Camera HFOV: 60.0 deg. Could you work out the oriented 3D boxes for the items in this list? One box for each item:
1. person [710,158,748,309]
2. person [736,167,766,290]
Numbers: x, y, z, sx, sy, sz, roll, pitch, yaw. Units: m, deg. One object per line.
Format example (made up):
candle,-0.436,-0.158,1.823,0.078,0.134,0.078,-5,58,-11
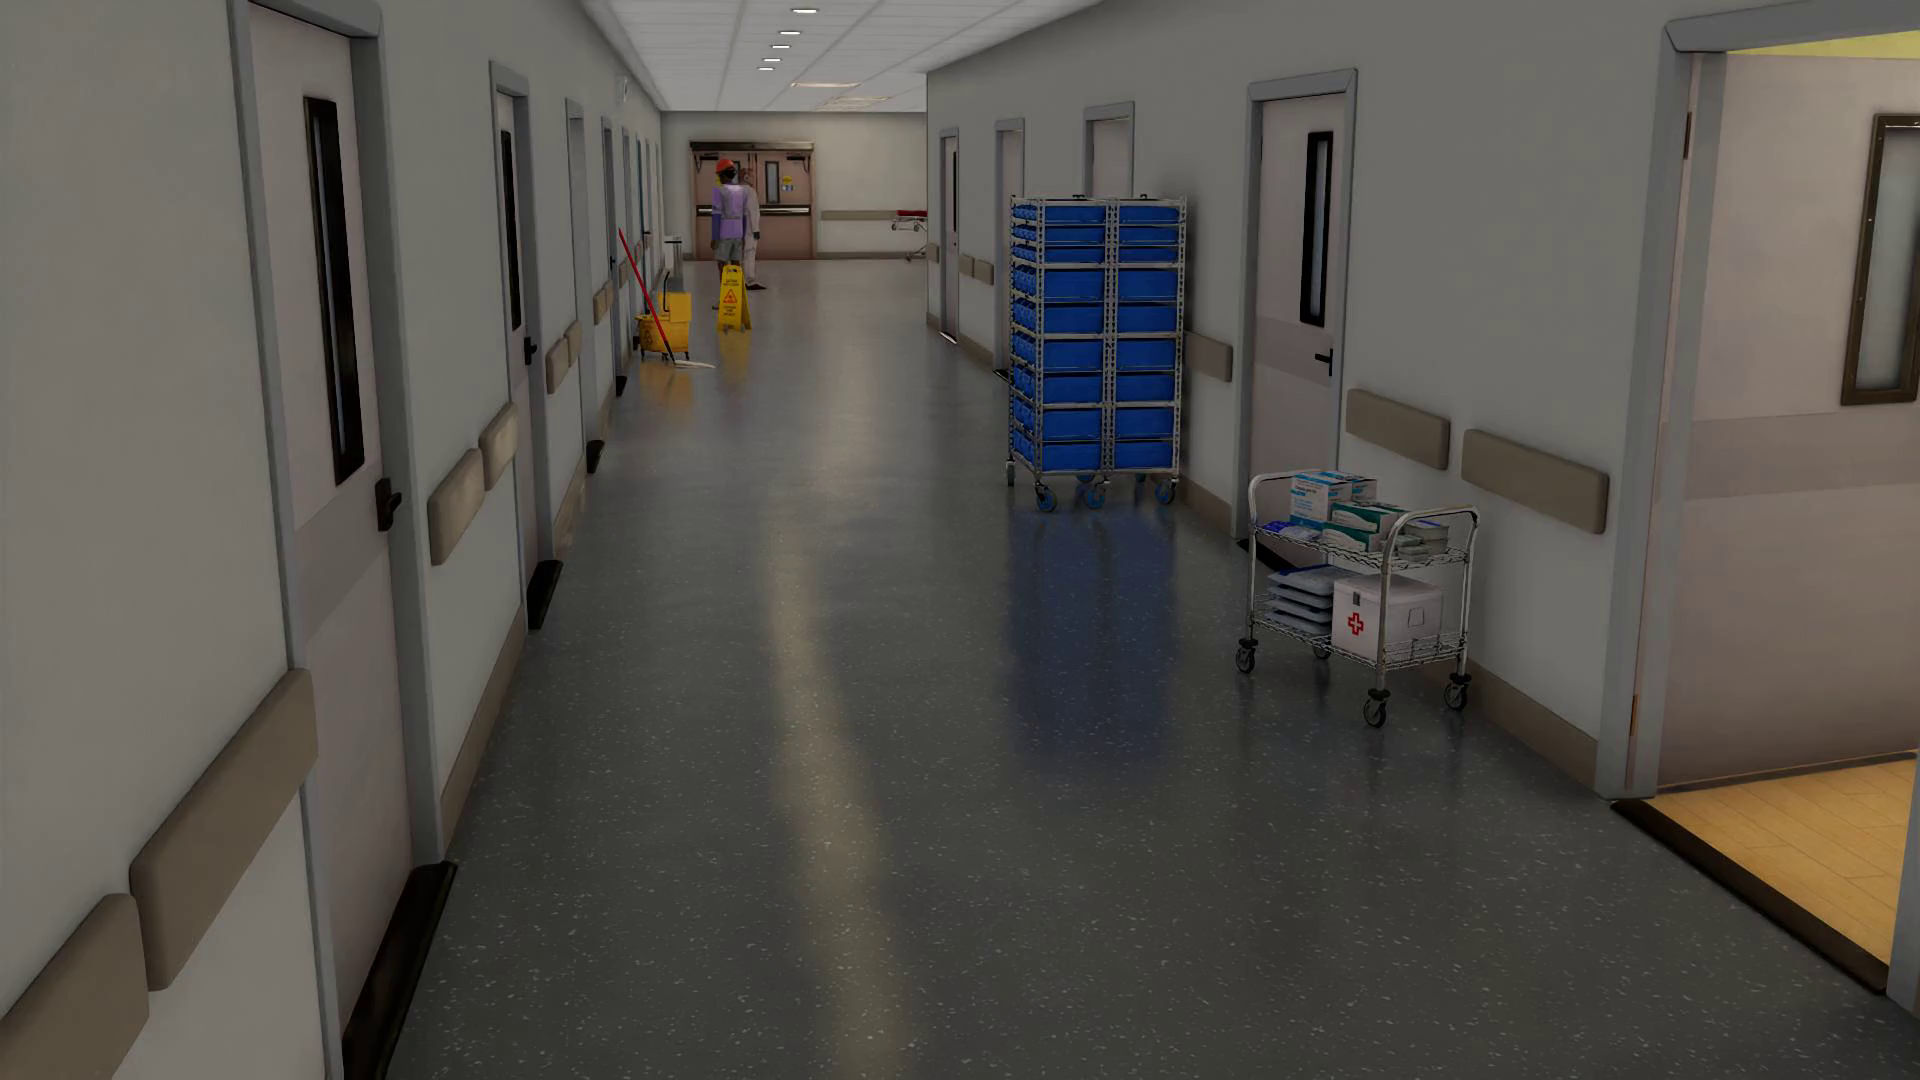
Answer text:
person,-3.154,-4.149,22.619,0.409,2.028,0.613,10,16,37
person,-3.356,-4.909,26.264,0.403,1.904,0.637,-11,16,-39
